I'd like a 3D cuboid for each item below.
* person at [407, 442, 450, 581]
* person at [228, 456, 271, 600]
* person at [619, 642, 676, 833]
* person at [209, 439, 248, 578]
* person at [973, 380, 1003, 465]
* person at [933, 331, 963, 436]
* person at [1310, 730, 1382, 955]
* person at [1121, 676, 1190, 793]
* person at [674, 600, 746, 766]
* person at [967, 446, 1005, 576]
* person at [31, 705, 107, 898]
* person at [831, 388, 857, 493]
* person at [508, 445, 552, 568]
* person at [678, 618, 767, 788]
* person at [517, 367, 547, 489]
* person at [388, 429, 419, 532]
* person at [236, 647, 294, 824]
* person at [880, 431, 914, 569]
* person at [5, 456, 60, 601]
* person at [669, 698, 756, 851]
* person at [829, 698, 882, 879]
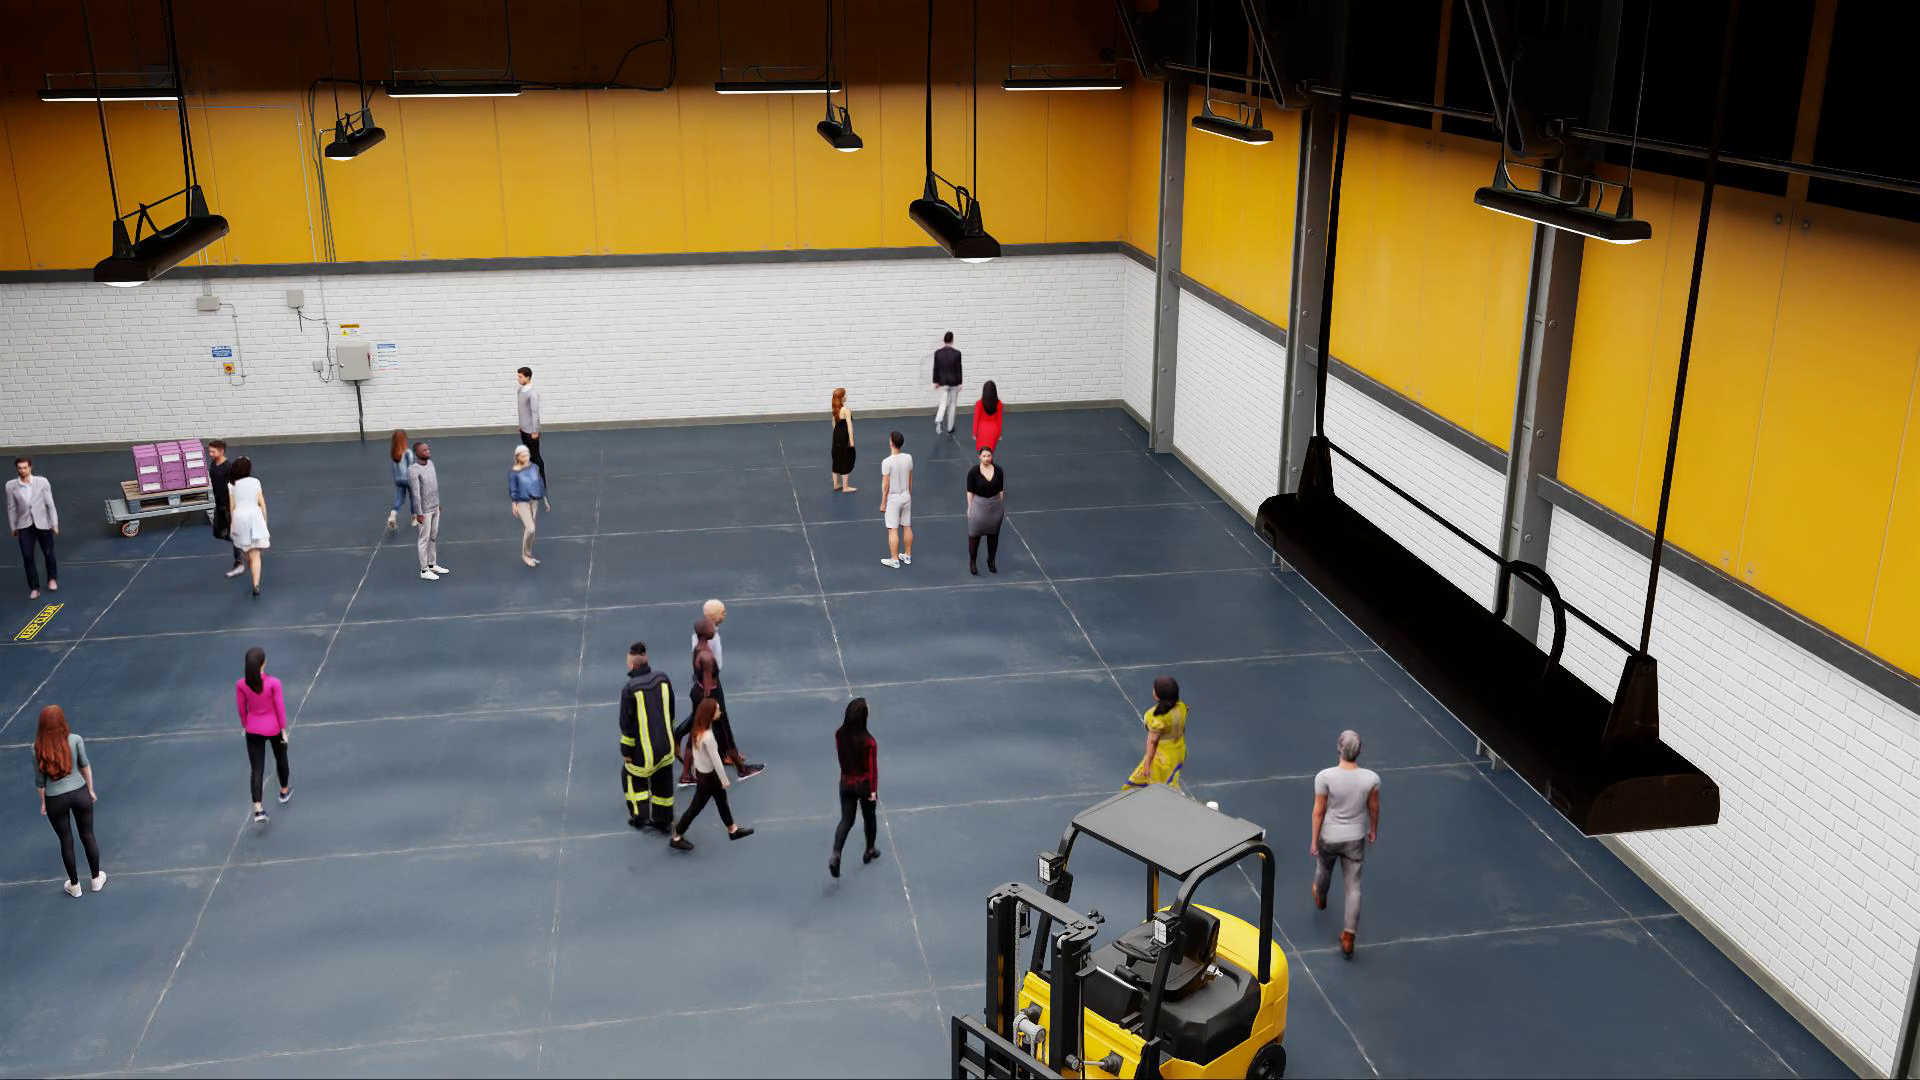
[{"bbox_3d":[-7.034,-0.413,21.923,0.822,1.837,0.637,4,19,12],"label":"person"},{"bbox_3d":[-9.043,-0.116,21.163,0.774,1.759,1.190,-7,20,-20],"label":"person"},{"bbox_3d":[-2.803,1.839,15.208,0.967,1.854,0.940,18,25,42],"label":"person"},{"bbox_3d":[-9.619,-0.455,22.023,0.903,1.853,0.975,10,21,28],"label":"person"},{"bbox_3d":[0.445,-1.577,25.542,0.734,1.735,0.950,-7,20,-21],"label":"person"},{"bbox_3d":[-0.223,-2.659,28.613,0.908,1.825,1.060,5,19,15],"label":"person"},{"bbox_3d":[3.117,2.474,13.456,0.903,1.770,1.286,1,19,2],"label":"person"},{"bbox_3d":[1.927,2.033,14.994,1.386,1.624,1.268,14,23,35],"label":"person"},{"bbox_3d":[-2.574,1.439,16.535,0.783,1.767,0.986,-4,19,-12],"label":"person"},{"bbox_3d":[0.331,-0.405,22.022,0.660,1.758,0.613,-4,19,-12],"label":"person"},{"bbox_3d":[-7.639,2.225,14.238,0.663,1.743,0.662,-12,22,-31],"label":"person"},{"bbox_3d":[-1.825,-1.555,25.650,0.736,1.624,0.651,-16,24,-39],"label":"person"},{"bbox_3d":[-5.886,-0.474,22.345,0.815,1.684,0.750,11,22,30],"label":"person"},{"bbox_3d":[-2.558,1.604,16.100,0.840,1.732,1.075,-7,20,-20],"label":"person"},{"bbox_3d":[-6.648,-1.748,25.760,0.882,1.920,0.747,-13,23,-35],"label":"person"},{"bbox_3d":[-7.985,-0.835,23.770,0.842,1.458,0.984,7,20,21],"label":"person"},{"bbox_3d":[-6.514,1.839,15.508,0.598,1.663,1.094,-3,19,-8],"label":"person"},{"bbox_3d":[-0.841,-0.552,22.312,0.764,1.854,0.765,-17,25,-41],"label":"person"},{"bbox_3d":[-11.857,-0.208,21.336,0.859,1.824,1.038,-8,20,-23],"label":"person"},{"bbox_3d":[-2.347,2.147,14.932,0.659,1.448,0.967,-6,19,-17],"label":"person"},{"bbox_3d":[-0.946,2.186,14.525,0.927,1.634,1.068,9,21,25],"label":"person"}]
